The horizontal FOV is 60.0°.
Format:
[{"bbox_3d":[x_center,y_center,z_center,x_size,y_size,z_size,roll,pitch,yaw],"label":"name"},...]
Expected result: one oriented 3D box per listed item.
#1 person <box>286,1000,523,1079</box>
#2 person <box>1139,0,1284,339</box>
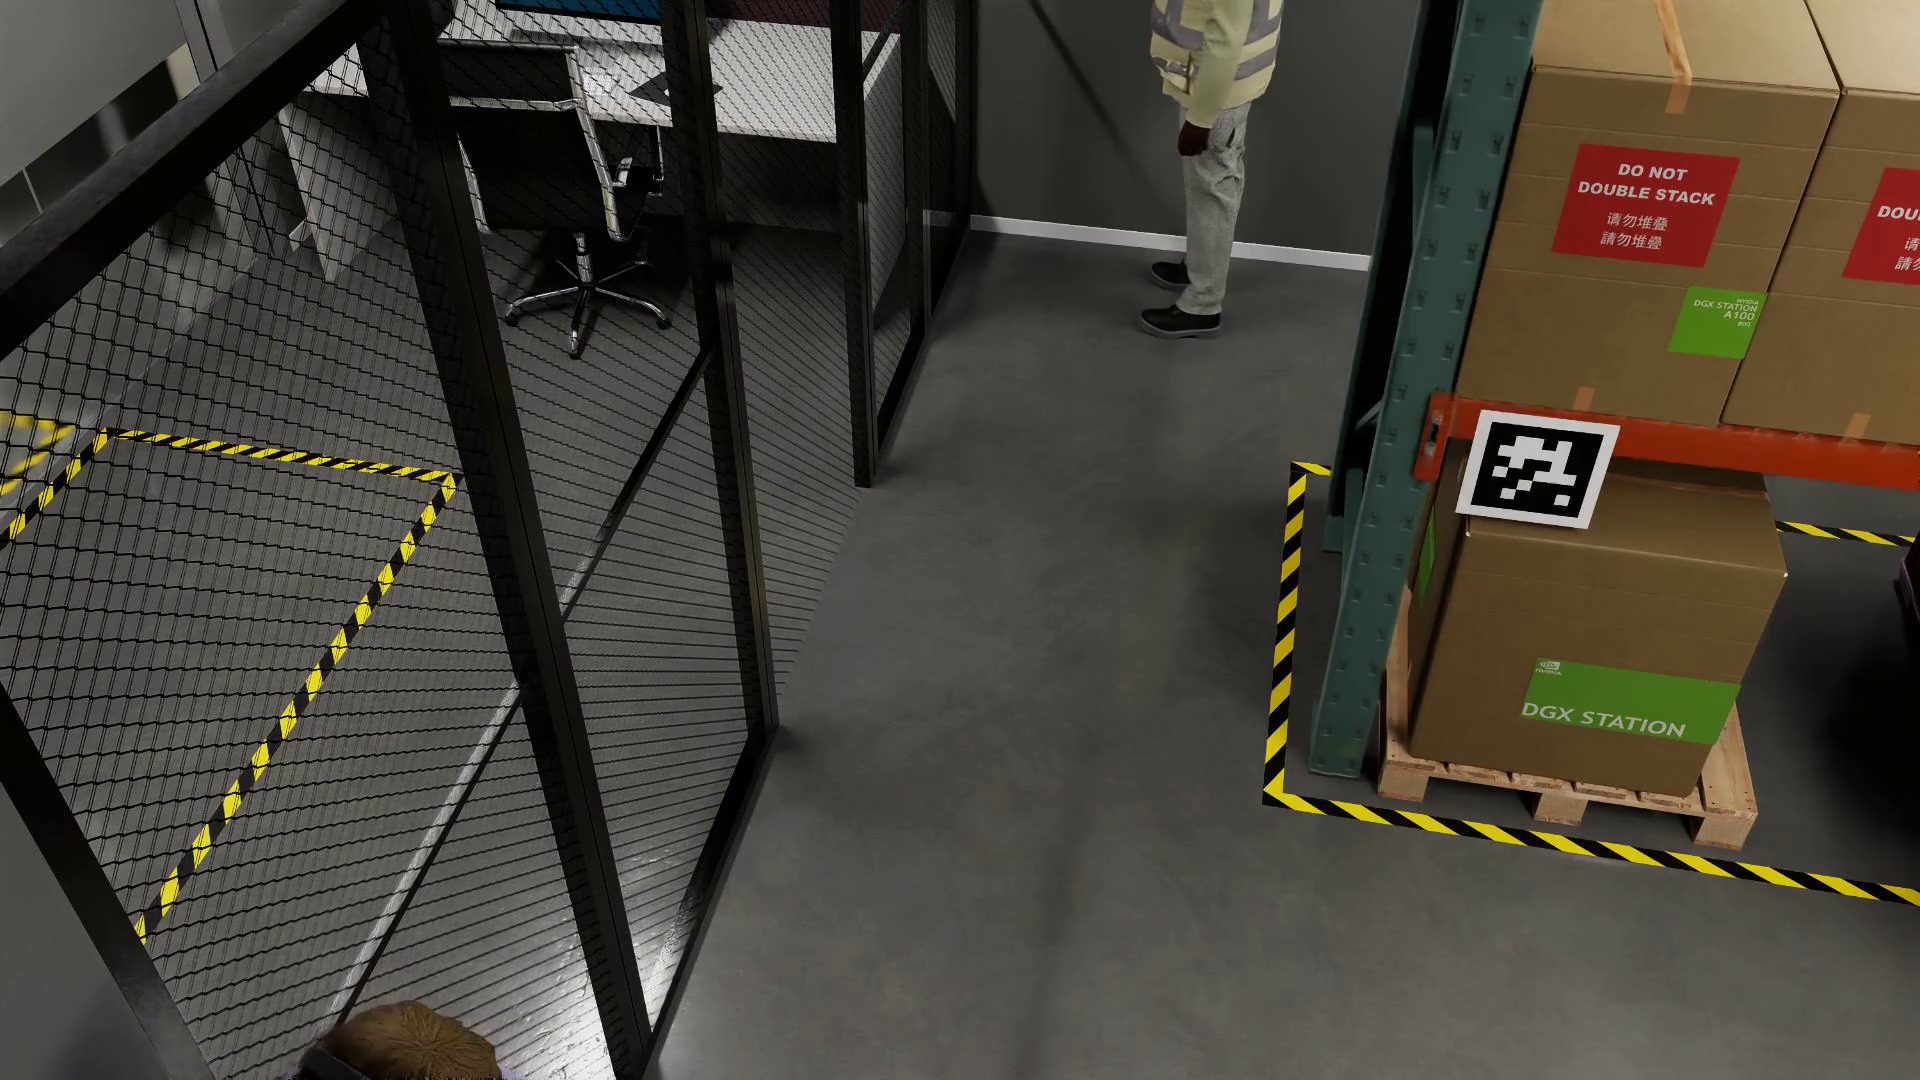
[{"bbox_3d":[-0.513,1.162,2.166,0.629,1.932,0.372,20,45,21],"label":"person"},{"bbox_3d":[0.796,-1.490,5.293,0.404,1.834,0.591,10,42,11],"label":"person"}]
